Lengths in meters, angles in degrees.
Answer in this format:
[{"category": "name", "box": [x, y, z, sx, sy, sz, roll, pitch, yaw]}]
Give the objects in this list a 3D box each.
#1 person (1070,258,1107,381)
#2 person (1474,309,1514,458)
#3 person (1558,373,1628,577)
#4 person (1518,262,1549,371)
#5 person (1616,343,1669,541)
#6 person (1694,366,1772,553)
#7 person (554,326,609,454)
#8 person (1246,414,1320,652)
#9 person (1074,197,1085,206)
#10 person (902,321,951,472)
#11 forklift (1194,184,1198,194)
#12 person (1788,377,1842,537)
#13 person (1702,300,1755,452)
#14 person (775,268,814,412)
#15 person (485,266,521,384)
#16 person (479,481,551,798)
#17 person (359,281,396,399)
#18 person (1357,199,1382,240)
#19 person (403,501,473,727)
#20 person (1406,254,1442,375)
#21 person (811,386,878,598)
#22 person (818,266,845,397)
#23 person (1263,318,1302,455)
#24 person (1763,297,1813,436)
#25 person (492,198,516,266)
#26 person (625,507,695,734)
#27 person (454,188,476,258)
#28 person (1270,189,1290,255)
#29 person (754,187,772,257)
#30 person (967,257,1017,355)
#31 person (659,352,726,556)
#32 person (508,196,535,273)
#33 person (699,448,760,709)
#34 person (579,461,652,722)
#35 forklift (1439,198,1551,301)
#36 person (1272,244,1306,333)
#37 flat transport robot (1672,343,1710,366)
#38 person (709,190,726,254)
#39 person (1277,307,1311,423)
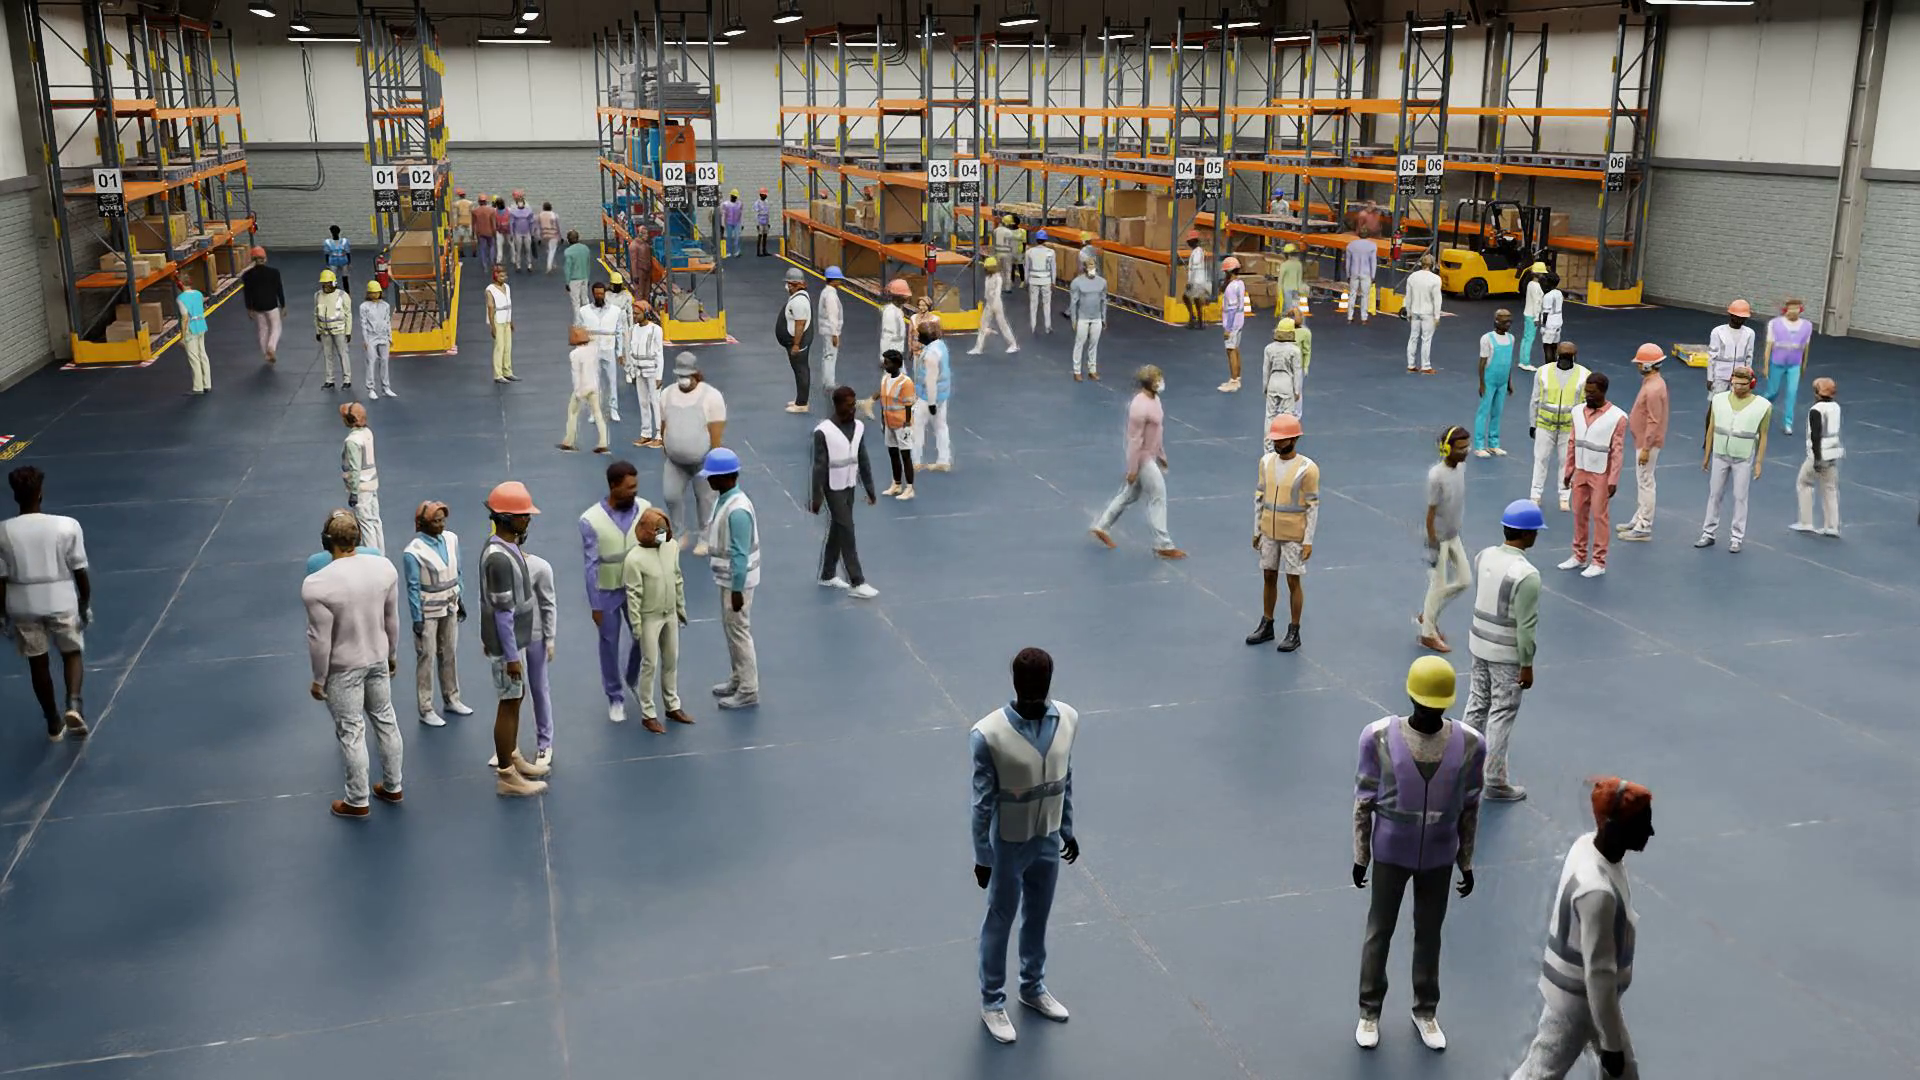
[{"category": "person", "box": [2.026, -3.471, 26.191, 0.632, 1.938, 0.359, -5, 16, -20]}, {"category": "person", "box": [6.639, -1.939, 20.608, 0.504, 1.847, 0.344, -7, 16, -25]}, {"category": "person", "box": [5.912, -0.621, 15.537, 0.409, 1.908, 0.597, -8, 17, -29]}, {"category": "person", "box": [9.403, -3.658, 27.230, 0.326, 1.766, 0.533, 2, 15, 7]}, {"category": "person", "box": [6.886, -0.983, 16.734, 0.392, 1.990, 0.611, 6, 16, 20]}, {"category": "person", "box": [7.601, -0.798, 16.328, 0.563, 1.838, 0.390, 12, 19, 39]}, {"category": "person", "box": [-4.767, -1.881, 20.849, 0.798, 1.601, 0.502, 8, 17, 27]}, {"category": "person", "box": [2.584, -0.061, 13.362, 0.553, 1.935, 0.364, 14, 20, 42]}, {"category": "person", "box": [3.349, -8.871, 46.961, 0.475, 1.707, 0.861, 1, 15, 4]}, {"category": "person", "box": [-0.446, -1.702, 19.777, 0.739, 1.821, 0.624, 5, 16, 17]}, {"category": "forklift", "box": [7.392, -11.333, 53.972, 1.873, 2.768, 1.129, -4, 15, -15]}, {"category": "person", "box": [8.786, -0.841, 16.916, 0.532, 1.608, 0.557, -9, 17, -29]}, {"category": "person", "box": [9.676, -2.058, 20.904, 0.543, 1.929, 0.387, 1, 15, 3]}, {"category": "person", "box": [-2.353, -2.844, 23.640, 0.536, 2.000, 0.672, 0, 15, 1]}, {"category": "person", "box": [-7.189, -3.364, 26.002, 0.401, 1.831, 0.571, 4, 15, 15]}, {"category": "person", "box": [-2.834, 0.627, 10.597, 0.407, 2.035, 0.610, -3, 15, -10]}, {"category": "person", "box": [-8.648, -2.978, 24.711, 0.307, 1.745, 0.484, 13, 20, 40]}, {"category": "person", "box": [10.375, -7.655, 42.029, 0.644, 1.890, 0.511, -8, 17, -27]}, {"category": "person", "box": [-3.716, 0.513, 11.799, 0.322, 1.627, 0.508, 6, 16, 23]}, {"category": "person", "box": [7.466, -3.627, 26.781, 0.356, 1.938, 0.638, -12, 19, -38]}, {"category": "person", "box": [-0.964, -0.427, 14.851, 0.898, 1.882, 0.621, 10, 18, 33]}, {"category": "person", "box": [-1.909, -3.116, 24.845, 0.409, 1.943, 0.614, -3, 15, -11]}, {"category": "person", "box": [3.979, -1.866, 20.527, 0.492, 1.742, 0.315, 10, 18, 34]}, {"category": "person", "box": [11.018, -2.351, 22.211, 0.569, 1.813, 0.797, 3, 15, 11]}, {"category": "person", "box": [-12.161, -8.207, 44.350, 0.696, 1.777, 0.987, 1, 15, 3]}, {"category": "person", "box": [-2.116, 0.554, 11.653, 0.299, 1.622, 0.505, 10, 18, 33]}, {"category": "person", "box": [-13.849, -8.877, 46.541, 0.561, 1.932, 0.386, -6, 16, -21]}, {"category": "person", "box": [8.799, -8.730, 45.983, 0.602, 1.938, 0.397, 13, 20, 41]}, {"category": "person", "box": [-5.525, -8.937, 46.792, 0.393, 1.929, 0.546, 10, 18, 33]}, {"category": "person", "box": [0.609, -4.082, 28.974, 0.924, 1.689, 0.495, -9, 18, -32]}, {"category": "person", "box": [-2.608, -0.825, 16.040, 0.693, 2.000, 0.605, 3, 15, 10]}, {"category": "person", "box": [-11.168, -7.789, 42.443, 0.635, 1.938, 0.360, -6, 16, -23]}, {"category": "person", "box": [-1.663, 0.271, 12.123, 0.418, 1.937, 0.617, -5, 16, -17]}, {"category": "person", "box": [-2.424, 0.360, 11.852, 0.596, 1.898, 0.449, -9, 18, -32]}, {"category": "forklift", "box": [11.913, -6.508, 37.130, 2.313, 2.155, 1.214, -4, 15, -15]}, {"category": "person", "box": [6.223, -4.686, 31.191, 0.535, 1.725, 0.906, -11, 18, -35]}, {"category": "flat transport robot", "box": [12.536, -3.133, 28.119, 0.652, 0.197, 1.431, 3, 15, 11]}, {"category": "person", "box": [-6.957, -9.132, 47.781, 0.538, 1.804, 0.958, 0, 15, 1]}, {"category": "person", "box": [4.481, -2.329, 22.479, 0.498, 1.634, 0.280, 9, 18, 31]}]
